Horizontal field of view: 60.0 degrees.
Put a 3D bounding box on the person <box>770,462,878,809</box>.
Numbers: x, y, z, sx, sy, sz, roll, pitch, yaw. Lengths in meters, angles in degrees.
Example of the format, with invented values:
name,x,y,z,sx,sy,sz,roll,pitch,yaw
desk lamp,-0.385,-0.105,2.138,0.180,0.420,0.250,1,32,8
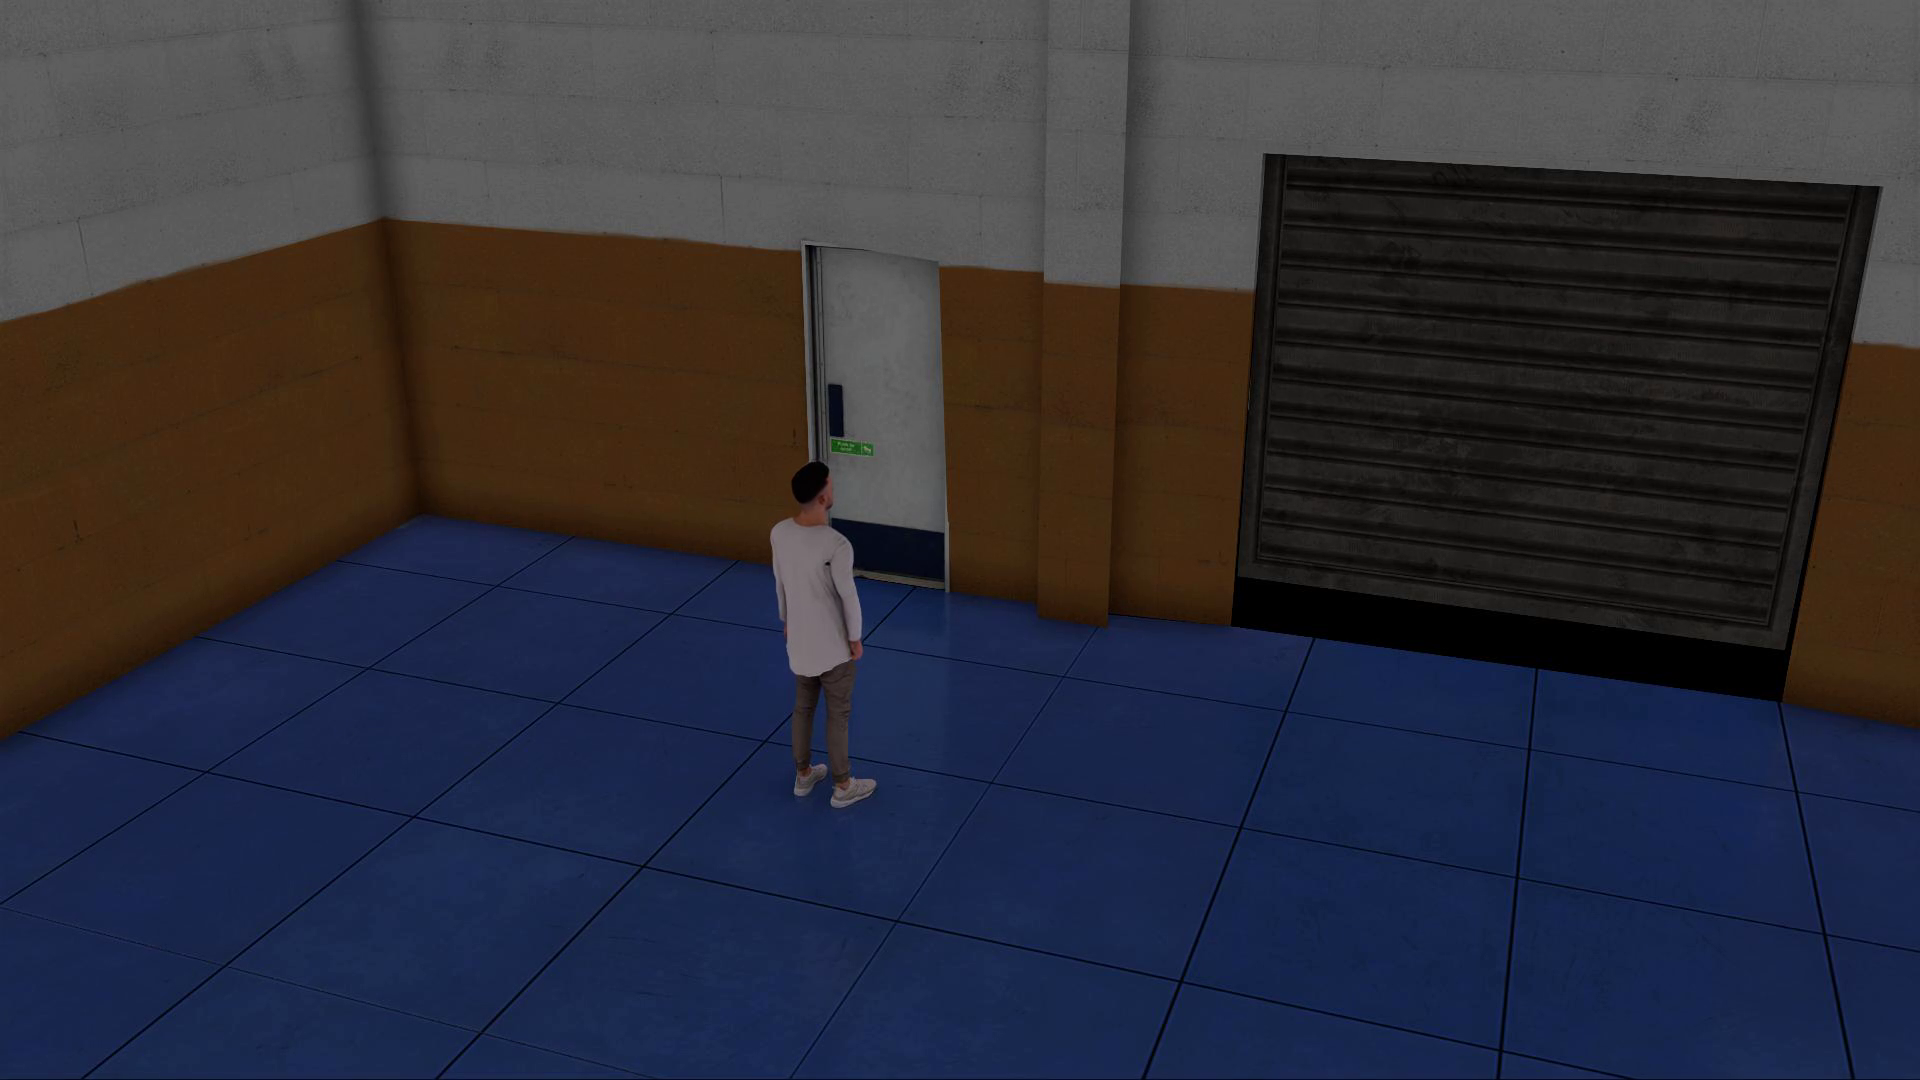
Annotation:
name,x,y,z,sx,sy,sz,roll,pitch,yaw
person,-0.705,0.471,8.380,0.594,1.841,0.781,14,26,32
